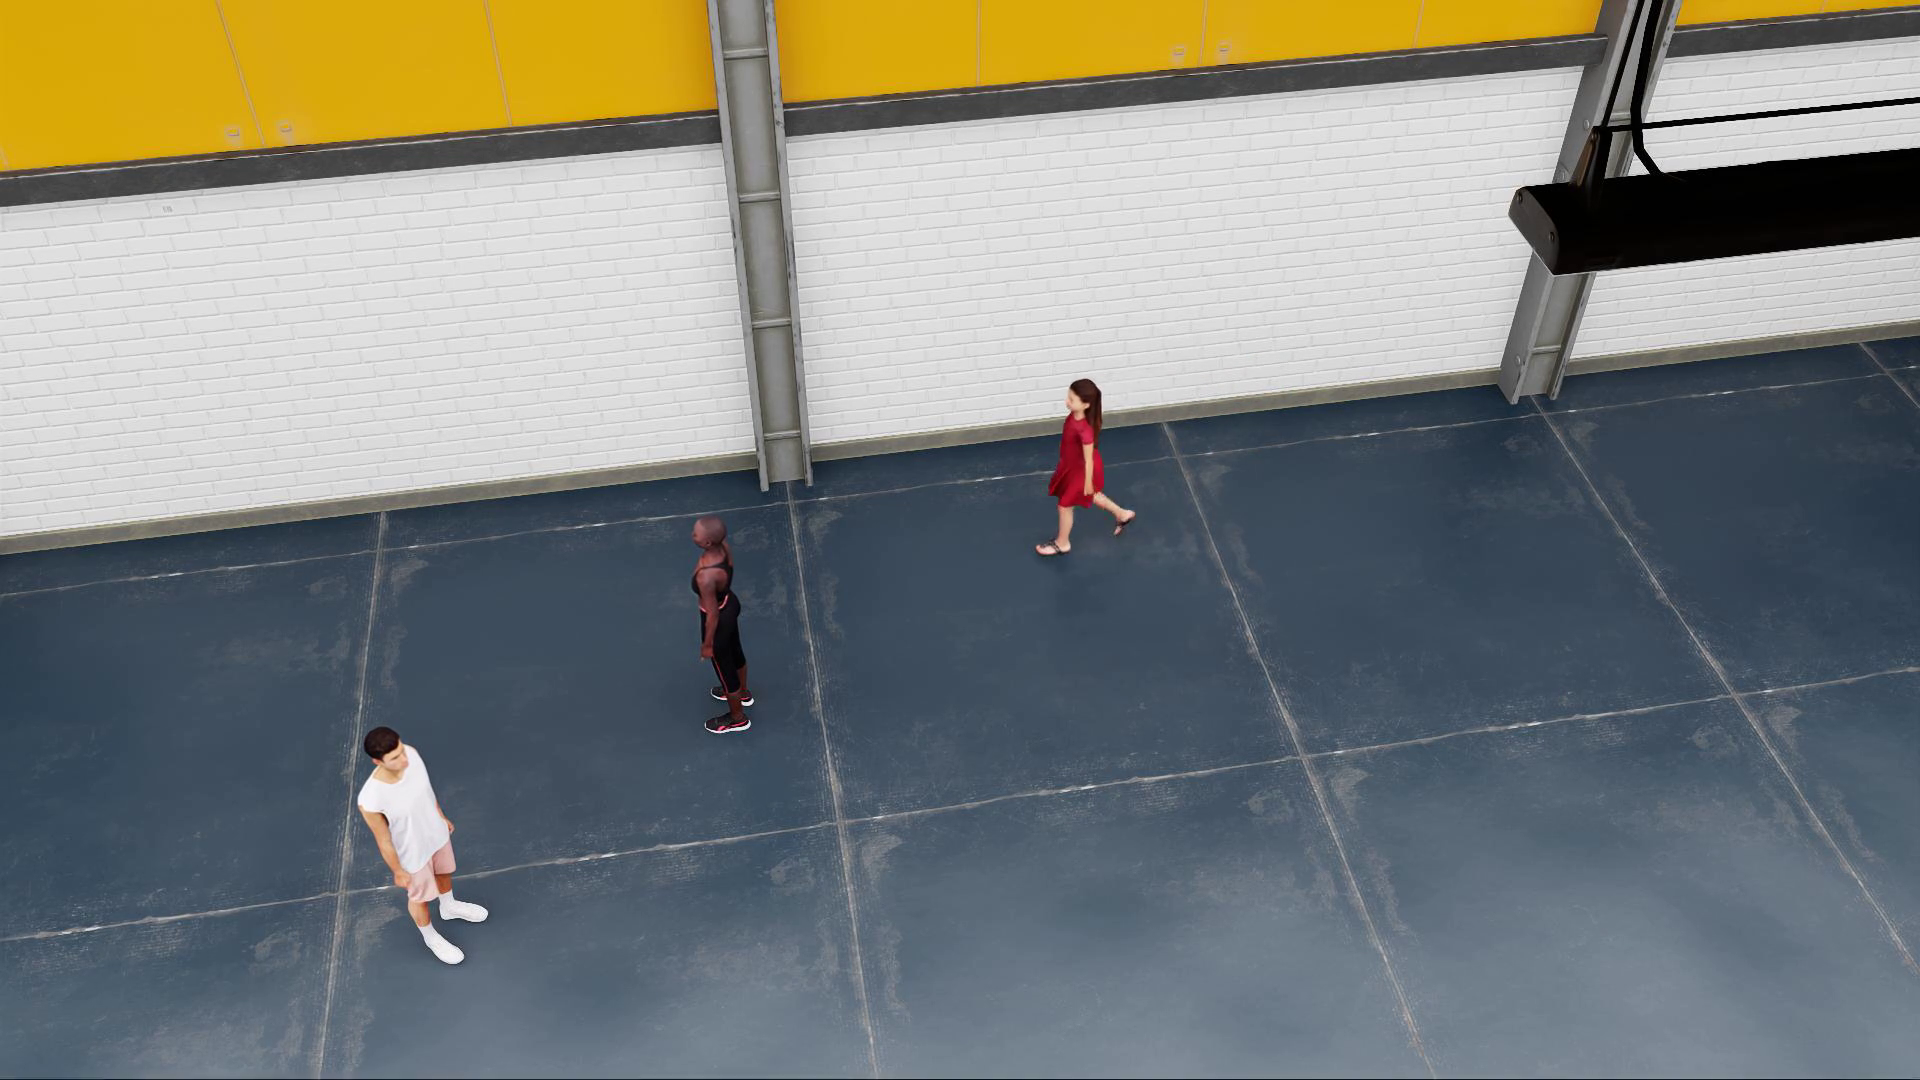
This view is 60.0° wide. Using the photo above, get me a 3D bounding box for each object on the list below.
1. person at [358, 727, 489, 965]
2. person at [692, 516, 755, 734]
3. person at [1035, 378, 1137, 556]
[{"bbox_3d":[-2.999,1.638,9.142,0.730,1.789,0.727,12,45,13],"label":"person"},{"bbox_3d":[-1.479,0.507,10.352,0.604,1.758,0.629,3,44,3],"label":"person"},{"bbox_3d":[0.908,-0.517,11.590,0.964,1.534,0.588,-3,44,-3],"label":"person"}]
